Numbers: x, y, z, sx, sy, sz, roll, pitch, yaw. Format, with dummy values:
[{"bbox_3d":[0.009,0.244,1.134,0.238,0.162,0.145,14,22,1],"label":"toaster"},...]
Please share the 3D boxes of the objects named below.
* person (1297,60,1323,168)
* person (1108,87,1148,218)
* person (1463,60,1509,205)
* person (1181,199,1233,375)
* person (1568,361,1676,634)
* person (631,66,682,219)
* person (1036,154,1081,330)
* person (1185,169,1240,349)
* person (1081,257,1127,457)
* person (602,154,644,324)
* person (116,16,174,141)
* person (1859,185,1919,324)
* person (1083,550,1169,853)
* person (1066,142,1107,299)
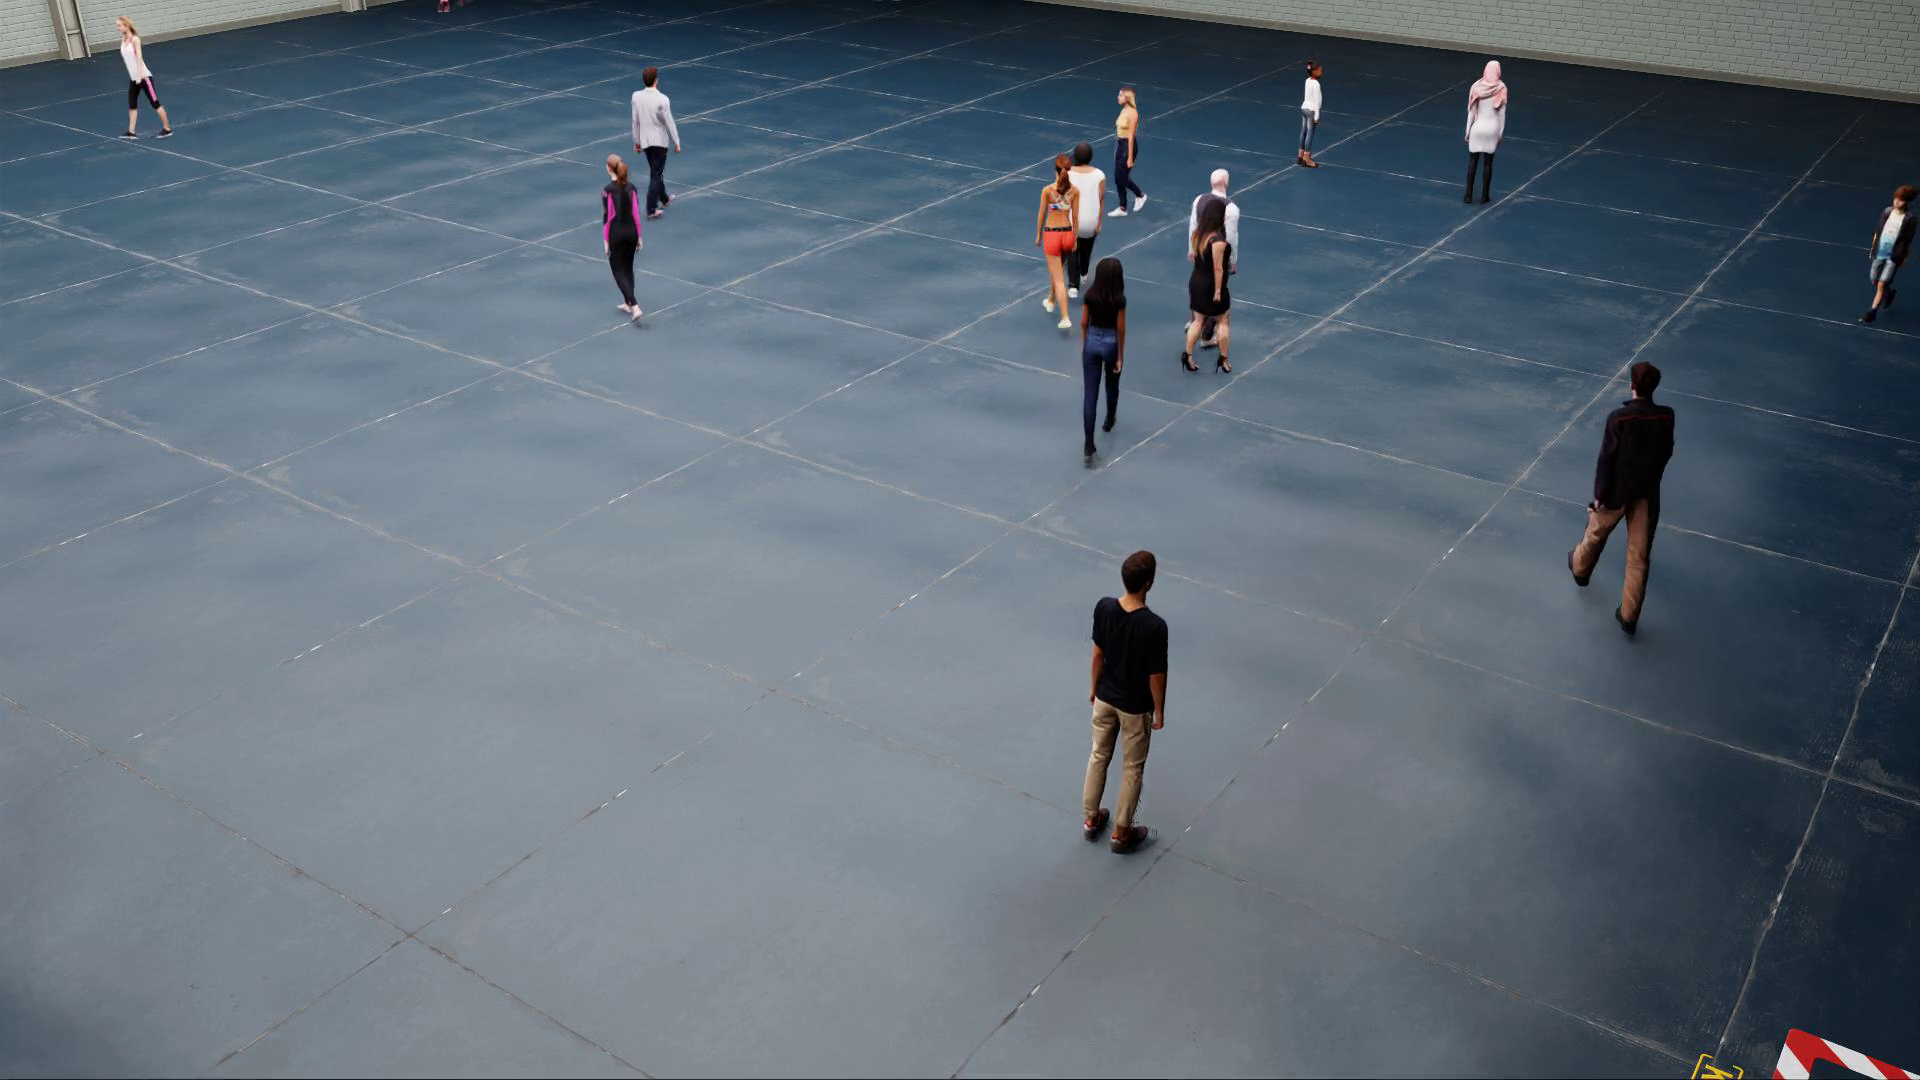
[{"bbox_3d":[4.859,-5.929,23.064,0.654,1.450,0.595,-5,28,-10],"label":"person"},{"bbox_3d":[2.140,-4.820,20.730,0.857,1.616,0.784,-8,28,-16],"label":"person"},{"bbox_3d":[6.721,-5.225,21.313,0.707,1.803,0.693,8,28,15],"label":"person"},{"bbox_3d":[2.315,-2.395,15.941,0.862,1.689,0.808,-12,29,-22],"label":"person"},{"bbox_3d":[4.699,-0.257,11.595,1.135,1.867,1.336,2,27,3],"label":"person"},{"bbox_3d":[-3.853,-4.905,20.675,0.819,1.818,1.068,12,29,22],"label":"person"},{"bbox_3d":[1.024,-3.010,17.080,1.155,1.740,1.127,-7,28,-14],"label":"person"},{"bbox_3d":[2.447,-2.758,16.518,0.797,1.806,0.774,-24,35,-38],"label":"person"},{"bbox_3d":[1.194,-1.536,14.271,0.903,1.690,1.241,5,28,10],"label":"person"},{"bbox_3d":[-3.492,-3.111,17.291,0.935,1.725,0.811,-20,34,-34],"label":"person"},{"bbox_3d":[-11.884,-6.749,24.326,0.646,1.753,0.991,16,31,27],"label":"person"},{"bbox_3d":[9.758,-2.996,17.392,0.950,1.429,0.729,-17,32,-29],"label":"person"},{"bbox_3d":[0.913,0.913,9.346,0.620,1.845,0.557,18,32,30],"label":"person"},{"bbox_3d":[1.281,-3.429,17.995,1.050,1.646,1.204,0,27,0],"label":"person"}]
